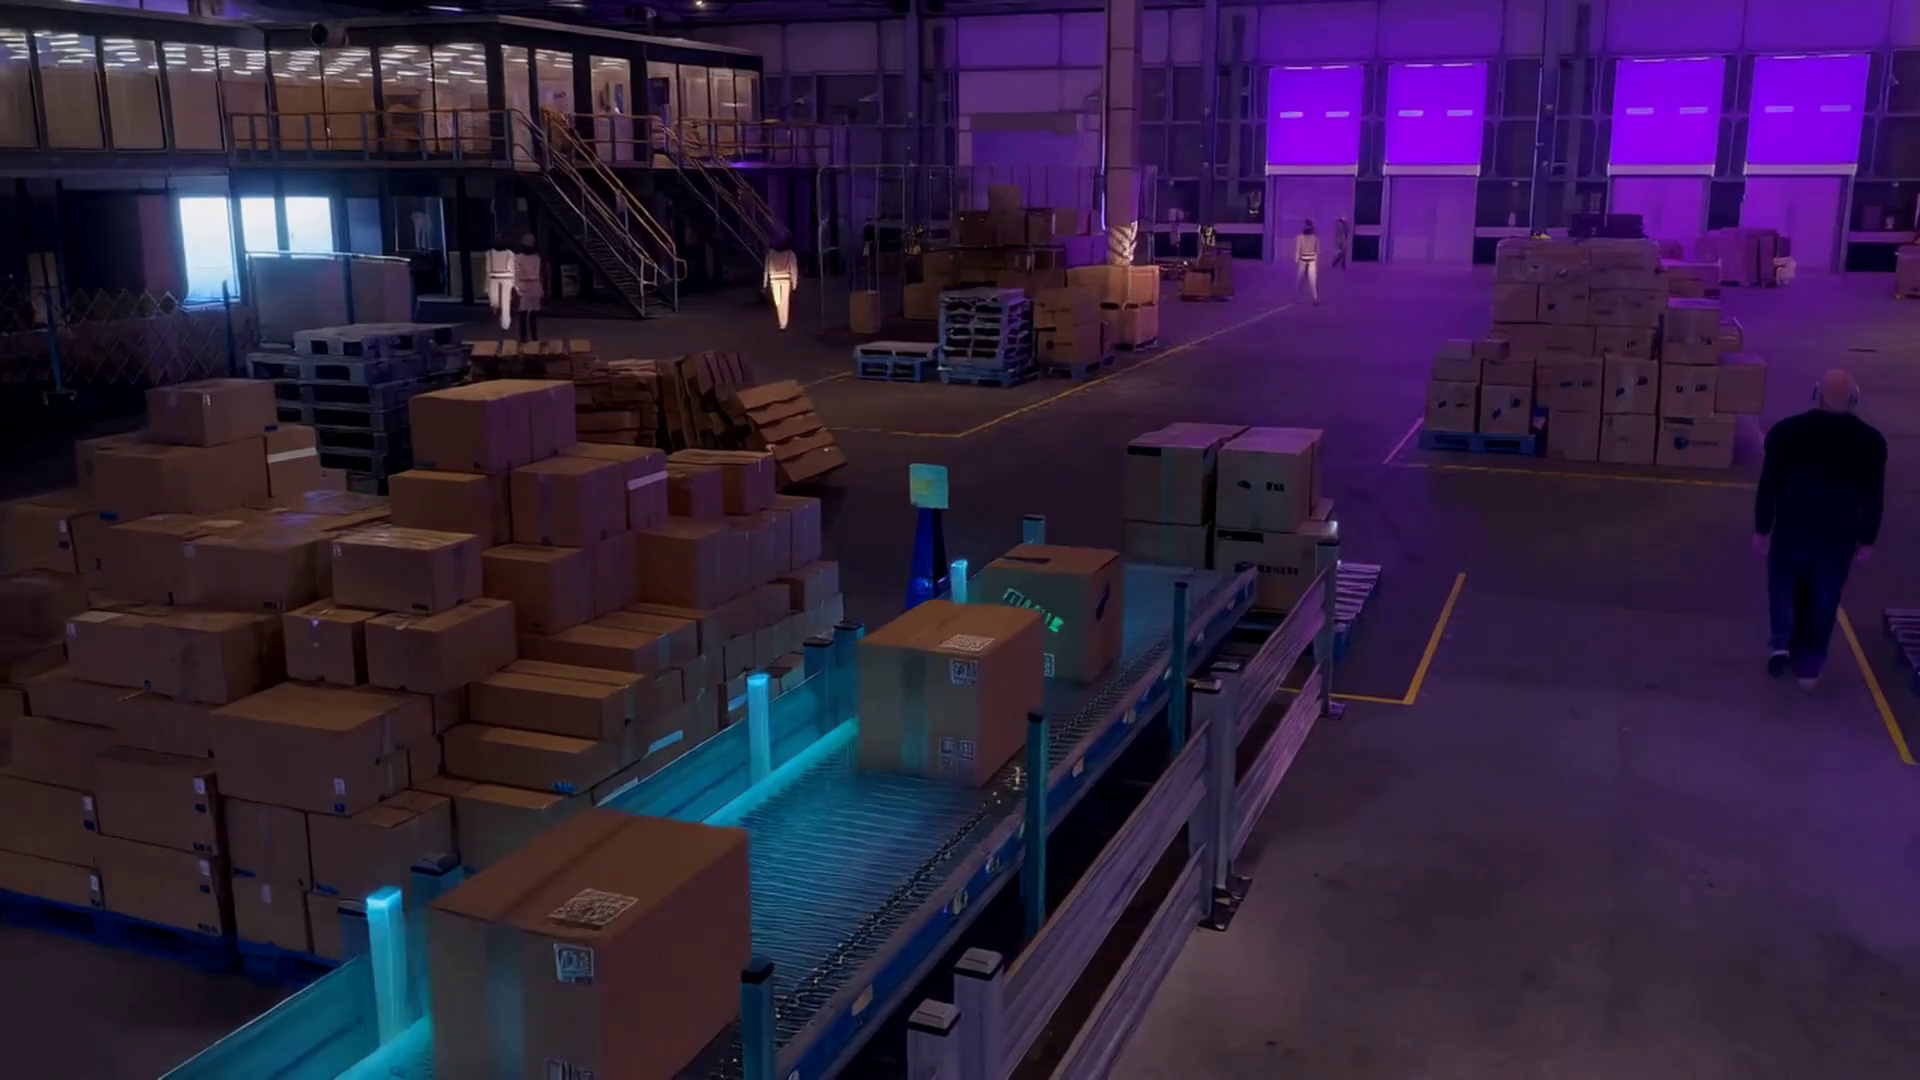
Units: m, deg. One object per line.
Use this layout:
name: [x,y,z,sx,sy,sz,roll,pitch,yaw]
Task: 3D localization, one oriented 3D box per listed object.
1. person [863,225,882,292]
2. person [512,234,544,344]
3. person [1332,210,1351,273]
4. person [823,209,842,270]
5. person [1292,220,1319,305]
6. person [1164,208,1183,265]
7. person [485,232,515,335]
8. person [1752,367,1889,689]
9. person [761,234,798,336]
person: [-1.785,-5.435,33.768,0.396,1.911,0.587,0,13,2]
person: [-7.283,-4.195,28.157,0.374,1.928,0.542,10,16,39]
person: [11.278,-8.787,48.989,0.448,1.827,0.653,8,15,31]
person: [-3.876,-9.069,50.261,0.500,1.820,0.819,-8,15,-33]
person: [7.767,-6.226,37.367,0.609,1.898,1.018,-2,13,-9]
person: [6.723,-9.465,52.014,0.485,1.836,0.568,0,13,2]
person: [-8.423,-4.683,30.473,0.615,1.868,0.452,1,13,5]
person: [5.014,-0.067,9.728,0.664,1.887,0.447,7,14,27]
person: [-3.315,-4.671,30.510,0.604,1.830,0.954,2,13,11]
